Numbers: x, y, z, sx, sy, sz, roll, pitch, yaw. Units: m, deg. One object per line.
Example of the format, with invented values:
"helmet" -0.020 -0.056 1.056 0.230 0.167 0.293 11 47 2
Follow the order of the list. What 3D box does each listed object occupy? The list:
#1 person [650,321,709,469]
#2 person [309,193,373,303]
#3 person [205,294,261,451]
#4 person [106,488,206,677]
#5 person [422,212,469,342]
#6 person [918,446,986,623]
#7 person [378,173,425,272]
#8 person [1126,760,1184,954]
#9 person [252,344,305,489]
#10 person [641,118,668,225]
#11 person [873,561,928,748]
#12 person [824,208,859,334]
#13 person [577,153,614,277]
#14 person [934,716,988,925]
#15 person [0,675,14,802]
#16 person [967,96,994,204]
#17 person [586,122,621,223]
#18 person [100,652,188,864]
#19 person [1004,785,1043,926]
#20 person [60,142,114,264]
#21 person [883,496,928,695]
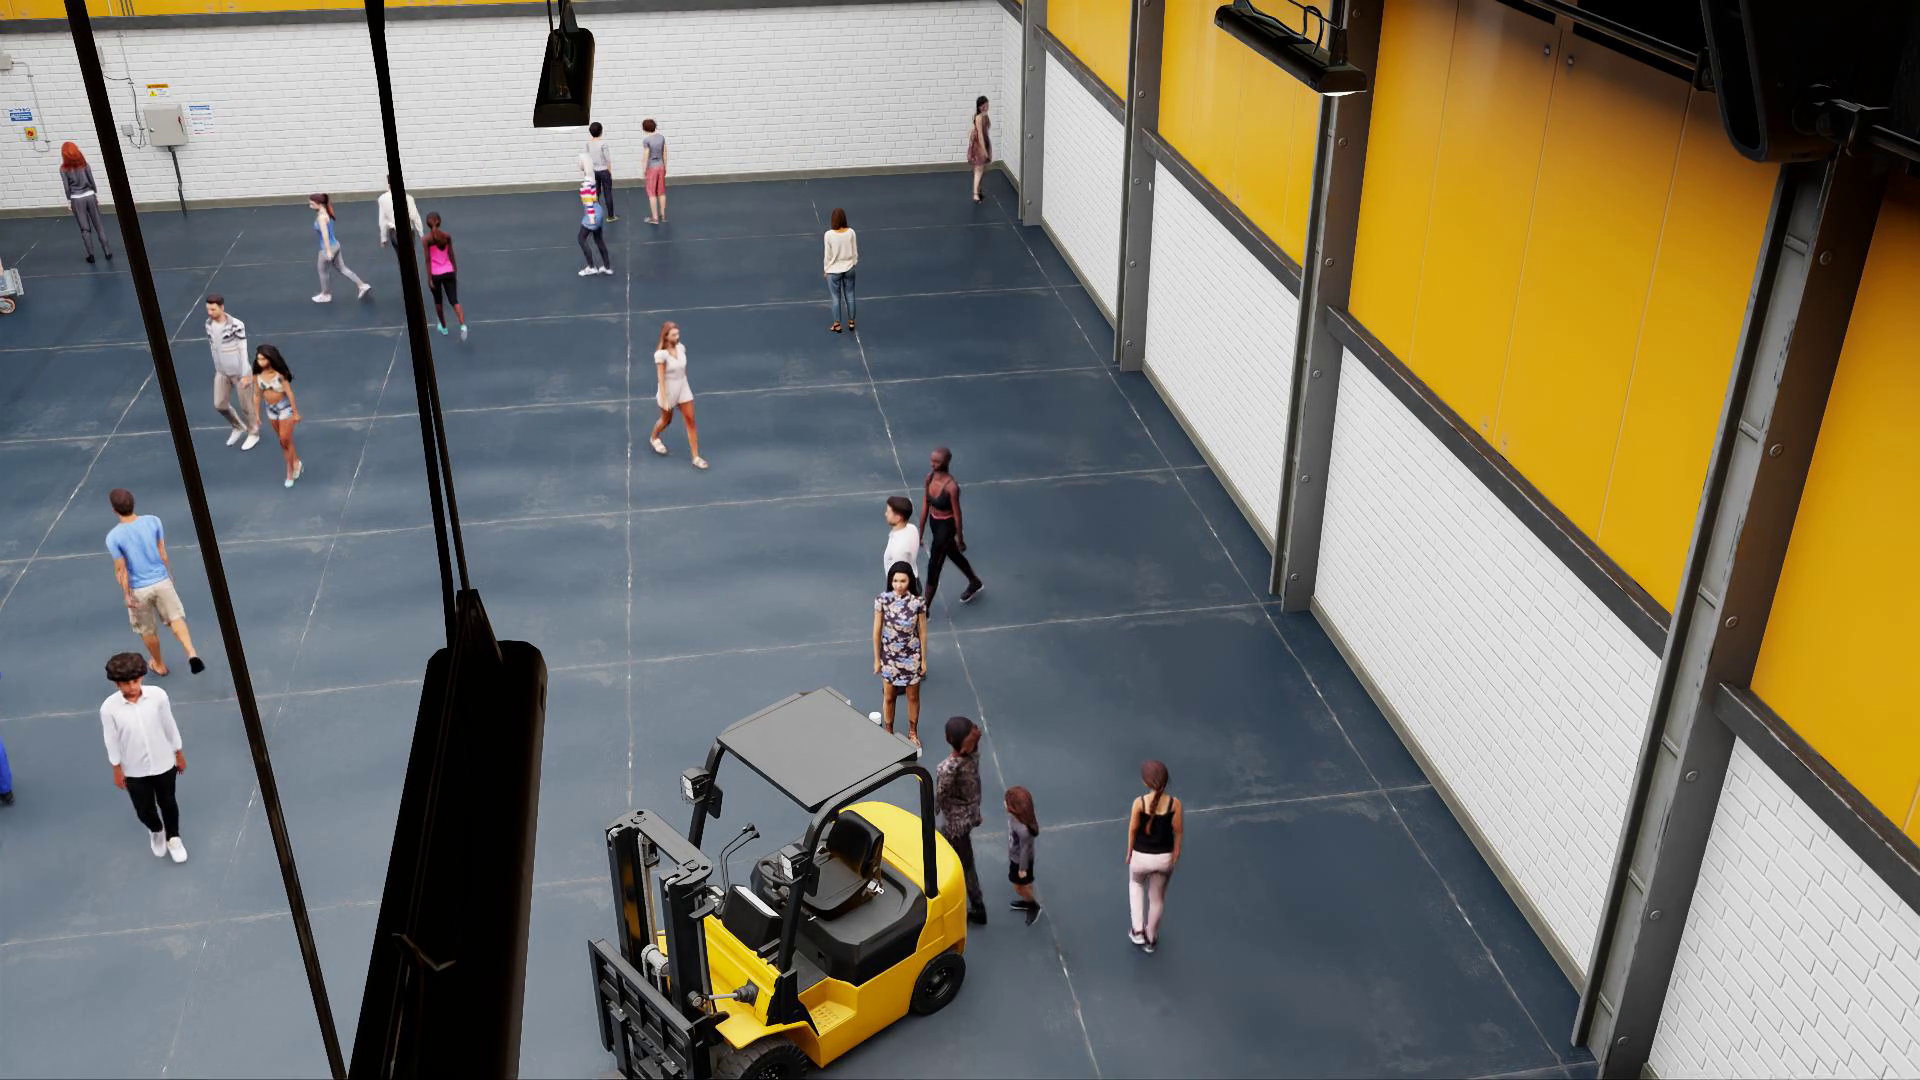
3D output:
"person" -3.234 -1.638 18.448 1.175 1.658 1.021 24 37 37
"person" -8.581 -3.989 22.854 0.742 1.567 1.031 0 29 0
"person" -8.168 -1.948 18.821 0.769 1.846 0.756 7 29 13
"person" -7.022 0.413 14.485 1.071 1.852 0.963 24 37 37
"person" -6.701 -3.399 21.636 0.849 1.697 1.147 -17 33 -29
"person" -0.072 -0.095 15.567 1.010 1.708 1.224 -21 35 -34
"person" -7.650 -4.096 22.758 0.831 1.845 1.024 1 29 2
"person" 1.339 2.237 11.463 0.584 1.545 0.618 1 29 3
"person" -7.339 -1.399 18.061 0.719 1.609 0.805 6 29 10
"person" -4.780 -5.795 26.083 0.732 1.645 0.732 -18 33 -29
"person" -0.479 0.955 13.615 0.617 1.733 0.563 -1 29 -2
"person" -1.572 -3.563 21.950 0.659 1.682 0.593 -10 30 -18
"person" -5.179 -4.659 23.845 0.796 1.793 0.707 2 29 3
"person" 0.073 2.012 11.717 0.943 1.694 0.907 16 32 26
"person" -7.779 1.258 13.004 1.138 1.786 1.296 -24 37 -36
"person" 0.338 -6.373 27.024 0.830 1.757 0.700 -3 29 -5
"person" -5.675 -5.803 26.194 0.624 1.553 0.647 11 31 20
"person" -6.070 1.593 12.379 0.778 1.796 0.800 -19 34 -31
"person" 0.457 2.243 11.922 0.557 1.094 0.422 -7 29 -12
"person" -12.862 -4.957 24.421 0.653 1.764 0.643 -19 34 -31
"person" -0.470 0.464 14.382 0.748 1.862 0.621 7 29 13
